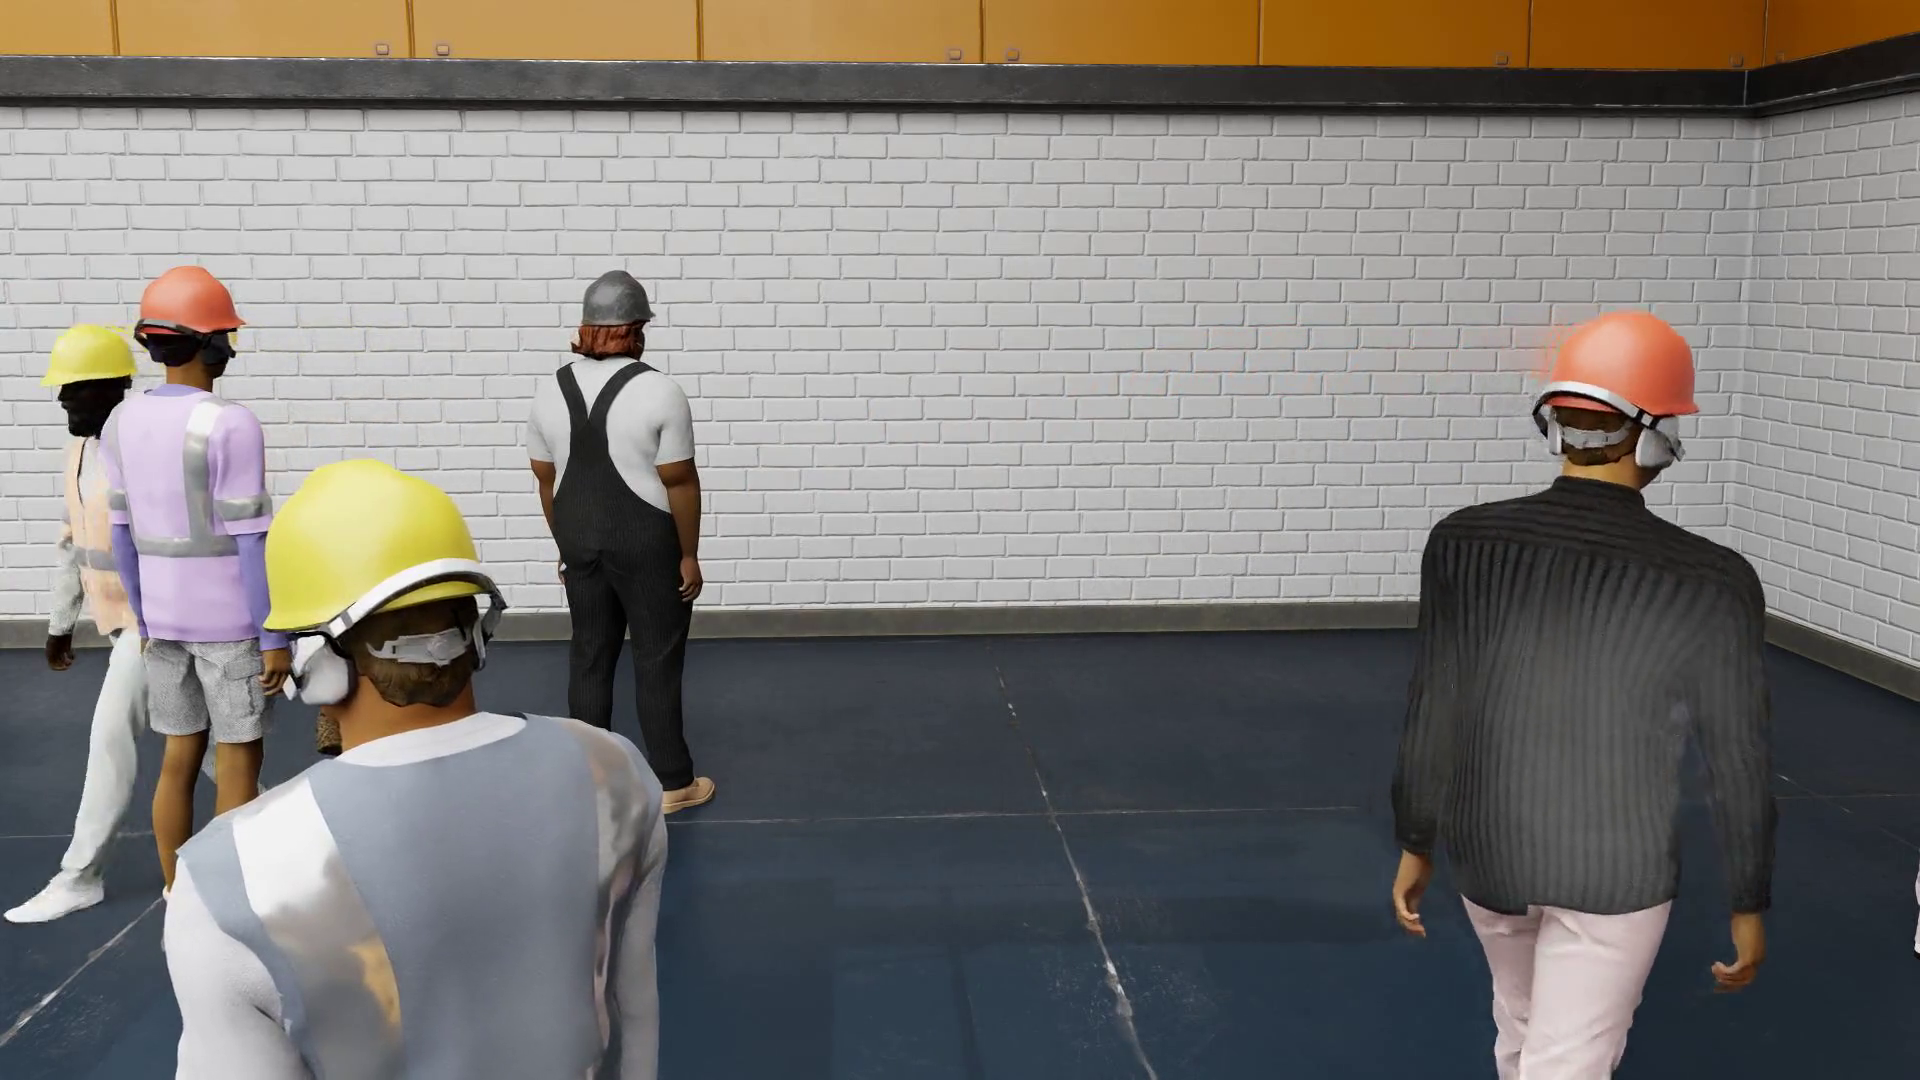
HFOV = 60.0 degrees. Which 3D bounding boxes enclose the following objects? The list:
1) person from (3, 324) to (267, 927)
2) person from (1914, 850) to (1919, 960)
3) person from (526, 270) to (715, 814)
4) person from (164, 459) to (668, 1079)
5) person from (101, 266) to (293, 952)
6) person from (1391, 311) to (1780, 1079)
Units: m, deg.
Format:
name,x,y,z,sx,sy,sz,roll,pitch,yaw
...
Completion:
name,x,y,z,sx,sy,sz,roll,pitch,yaw
person,-2.691,0.230,5.482,0.602,1.878,0.999,7,11,37
person,3.001,0.334,4.671,0.407,1.913,0.641,-2,9,-10
person,-1.245,0.008,6.308,0.683,2.000,0.538,4,10,21
person,-0.610,0.816,1.921,0.403,1.823,0.586,8,12,40
person,-2.202,0.229,4.899,0.614,2.048,0.361,4,10,26
person,1.191,0.566,3.075,0.645,1.947,0.970,9,13,44
